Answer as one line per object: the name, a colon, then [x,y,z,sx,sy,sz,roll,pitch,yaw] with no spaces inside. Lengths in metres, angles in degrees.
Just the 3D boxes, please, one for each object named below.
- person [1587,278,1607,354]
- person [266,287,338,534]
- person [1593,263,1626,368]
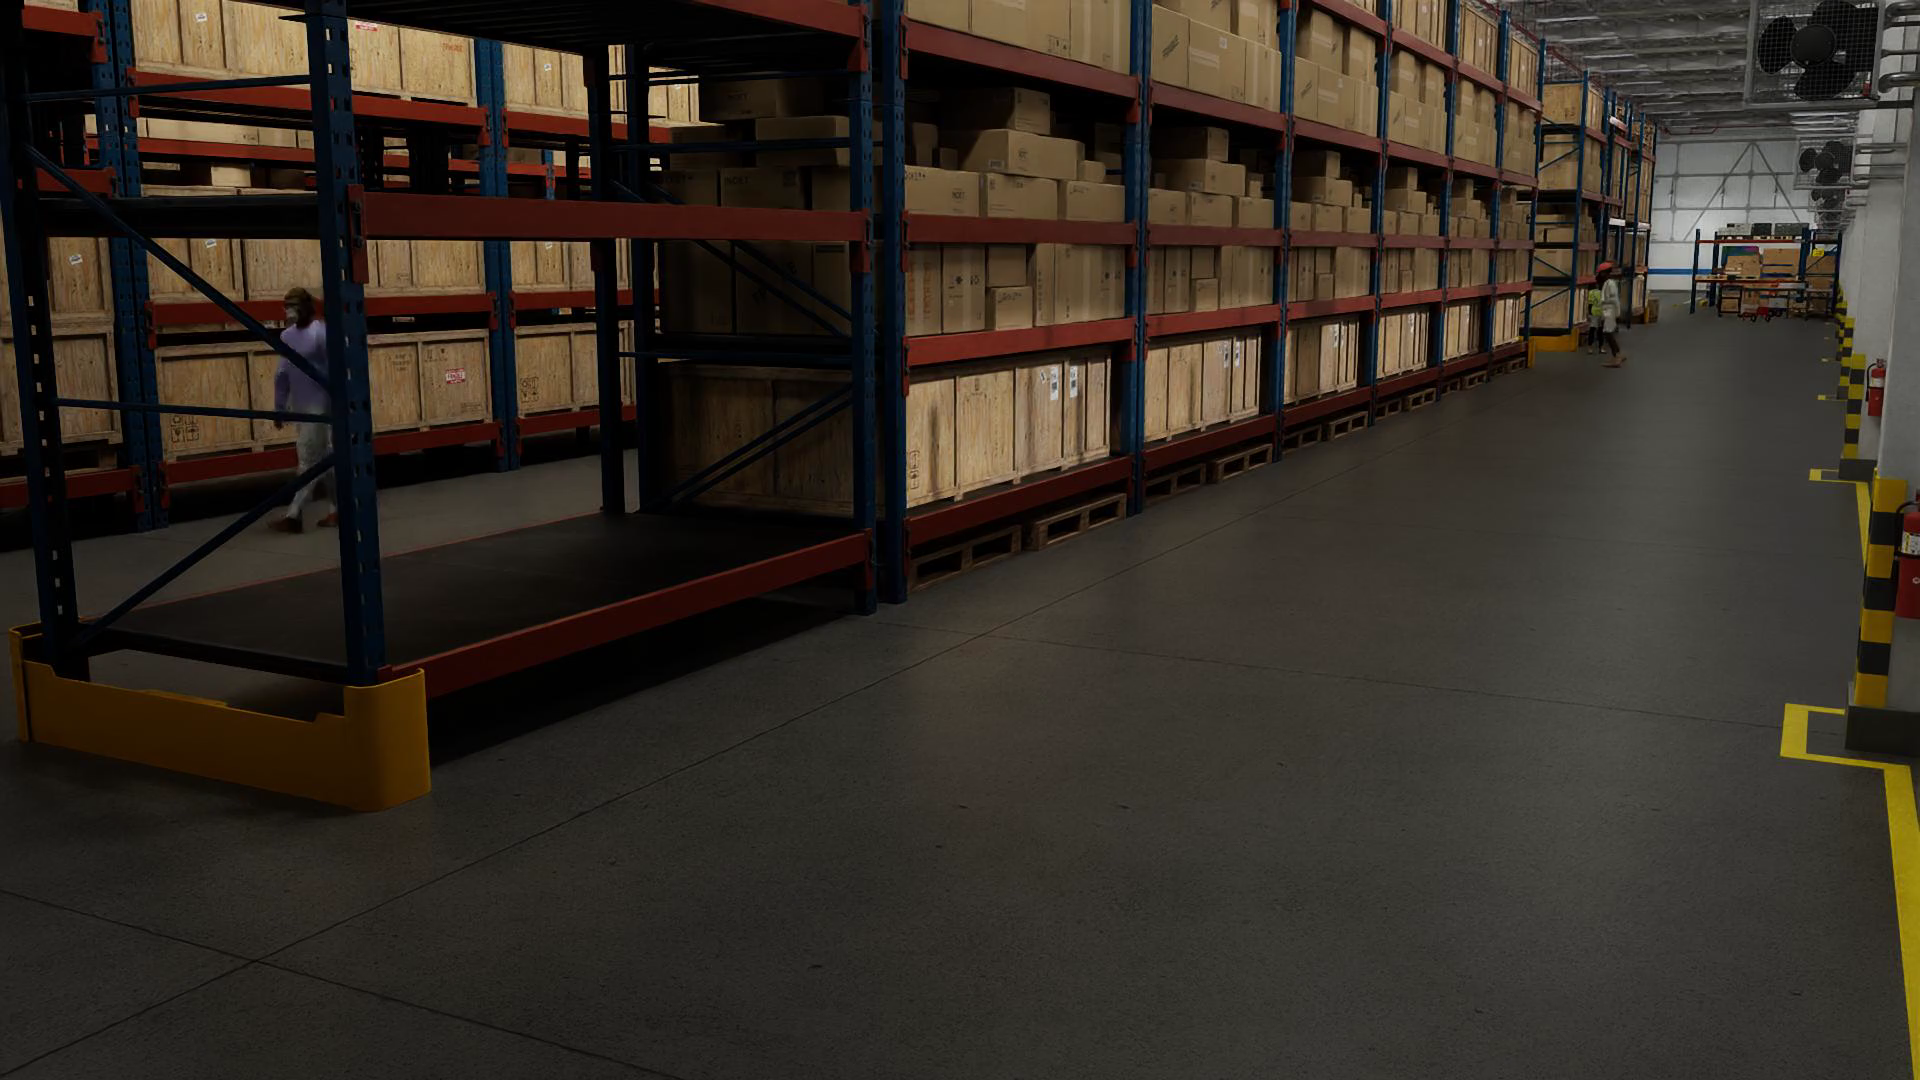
person: [13.790,-4.850,35.846,0.538,1.695,0.319,0,10,-2]
person: [-5.160,-1.001,12.949,0.660,1.903,0.936,6,12,33]
person: [12.290,-4.251,31.545,0.611,1.987,0.655,2,10,14]
